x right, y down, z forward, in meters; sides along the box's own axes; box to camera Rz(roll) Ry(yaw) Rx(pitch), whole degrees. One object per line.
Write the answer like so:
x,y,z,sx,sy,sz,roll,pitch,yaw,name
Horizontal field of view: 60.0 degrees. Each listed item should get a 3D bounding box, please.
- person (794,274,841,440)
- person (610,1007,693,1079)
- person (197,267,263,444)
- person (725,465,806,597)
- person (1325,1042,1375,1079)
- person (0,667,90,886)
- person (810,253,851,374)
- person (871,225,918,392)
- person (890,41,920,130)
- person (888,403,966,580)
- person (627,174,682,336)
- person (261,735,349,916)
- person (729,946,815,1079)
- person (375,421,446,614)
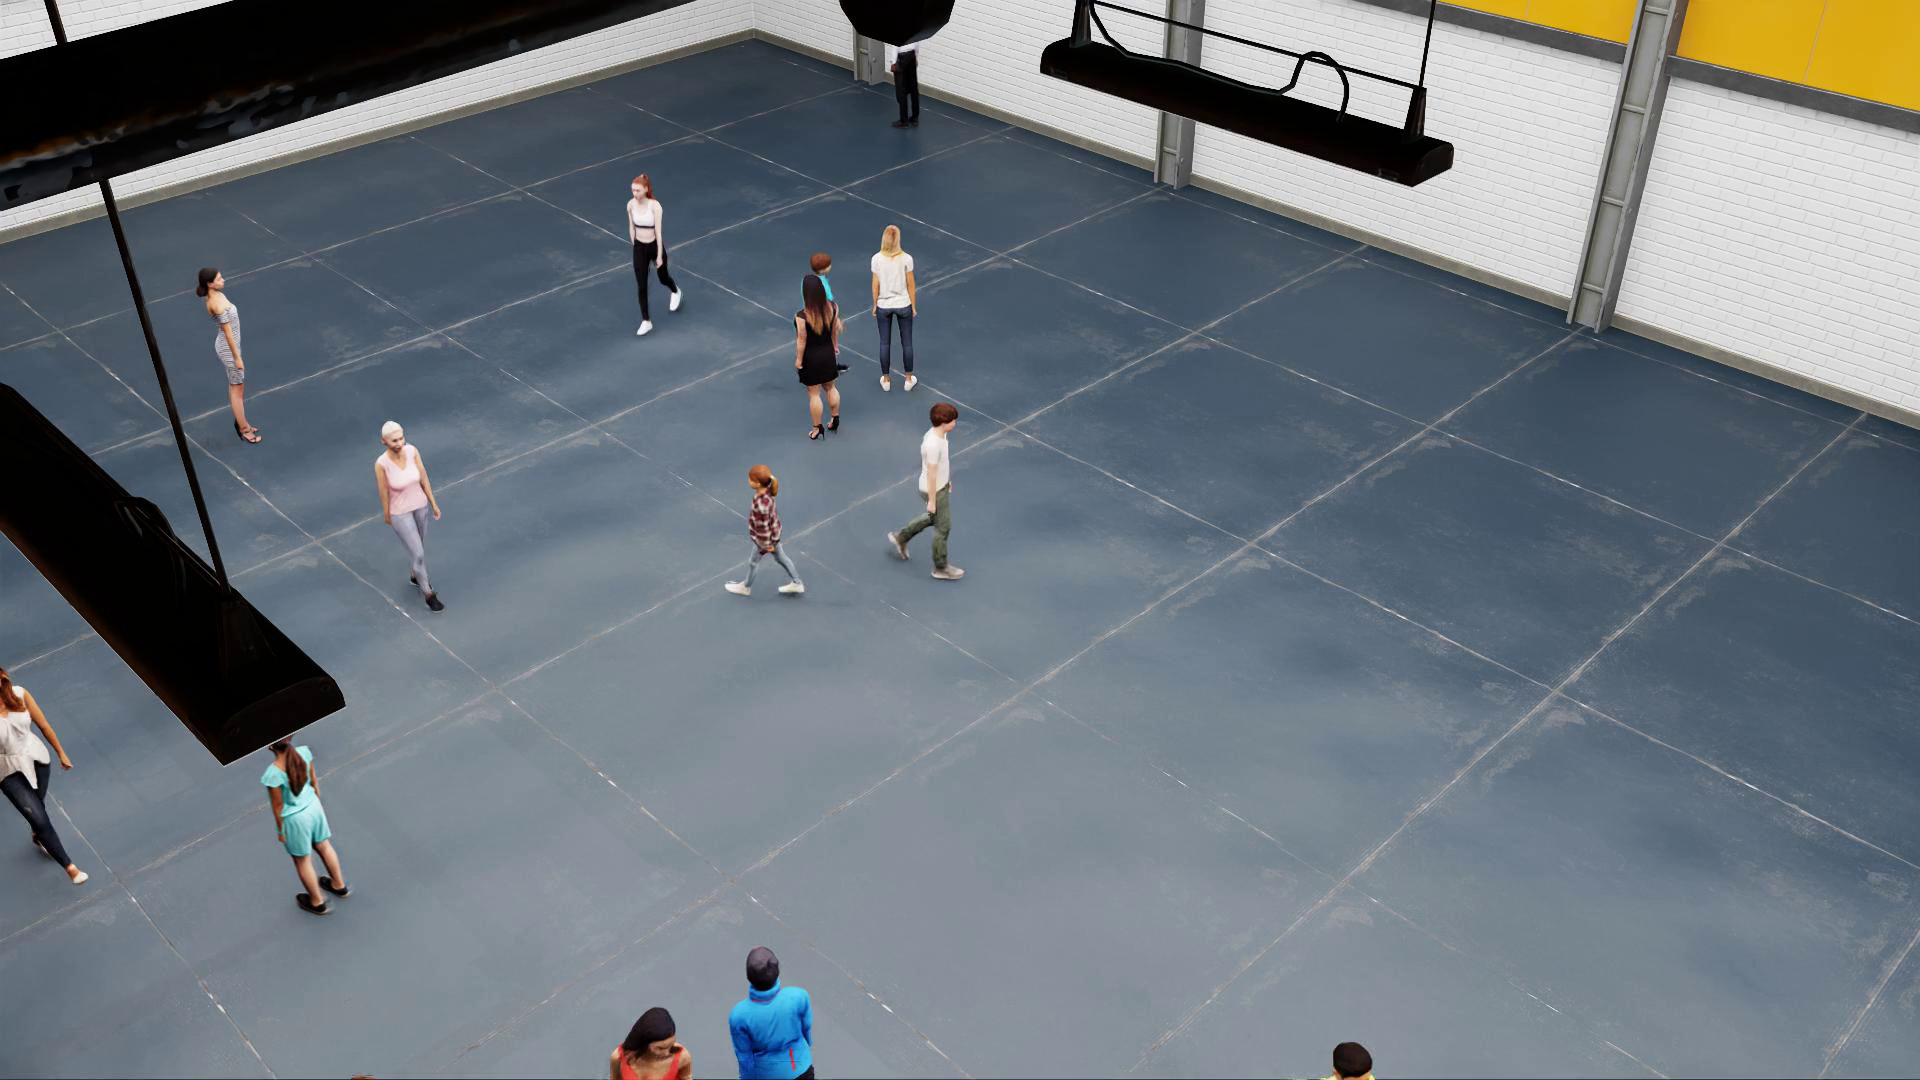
-1.379,-1.770,16.179,0.663,1.716,0.597,-27,42,-34,person
-1.672,3.068,8.927,0.825,1.685,0.870,6,34,9,person
-7.084,-1.803,16.132,0.723,1.822,0.580,-15,36,-21,person
-1.558,-0.044,13.984,0.972,1.270,0.868,4,34,5,person
1.904,3.173,8.769,0.789,1.686,0.907,-14,36,-20,person
-6.381,1.497,11.237,1.113,1.745,0.720,23,40,30,person
-1.494,-2.261,17.177,0.755,1.428,0.766,-11,35,-17,person
-0.669,-2.364,16.988,0.659,1.808,0.726,1,34,1,person
-0.778,-6.778,23.604,0.648,1.835,0.549,-25,41,-33,person
-0.284,-0.442,14.255,1.024,1.634,0.922,7,34,10,person
-3.362,-3.189,18.316,1.158,1.712,1.027,9,35,13,person
-4.341,1.809,10.936,0.625,1.558,0.611,15,36,21,person
-0.956,2.961,9.024,1.062,1.756,1.287,-7,34,-10,person
-4.665,-0.274,13.944,0.894,1.698,0.584,25,41,32,person
